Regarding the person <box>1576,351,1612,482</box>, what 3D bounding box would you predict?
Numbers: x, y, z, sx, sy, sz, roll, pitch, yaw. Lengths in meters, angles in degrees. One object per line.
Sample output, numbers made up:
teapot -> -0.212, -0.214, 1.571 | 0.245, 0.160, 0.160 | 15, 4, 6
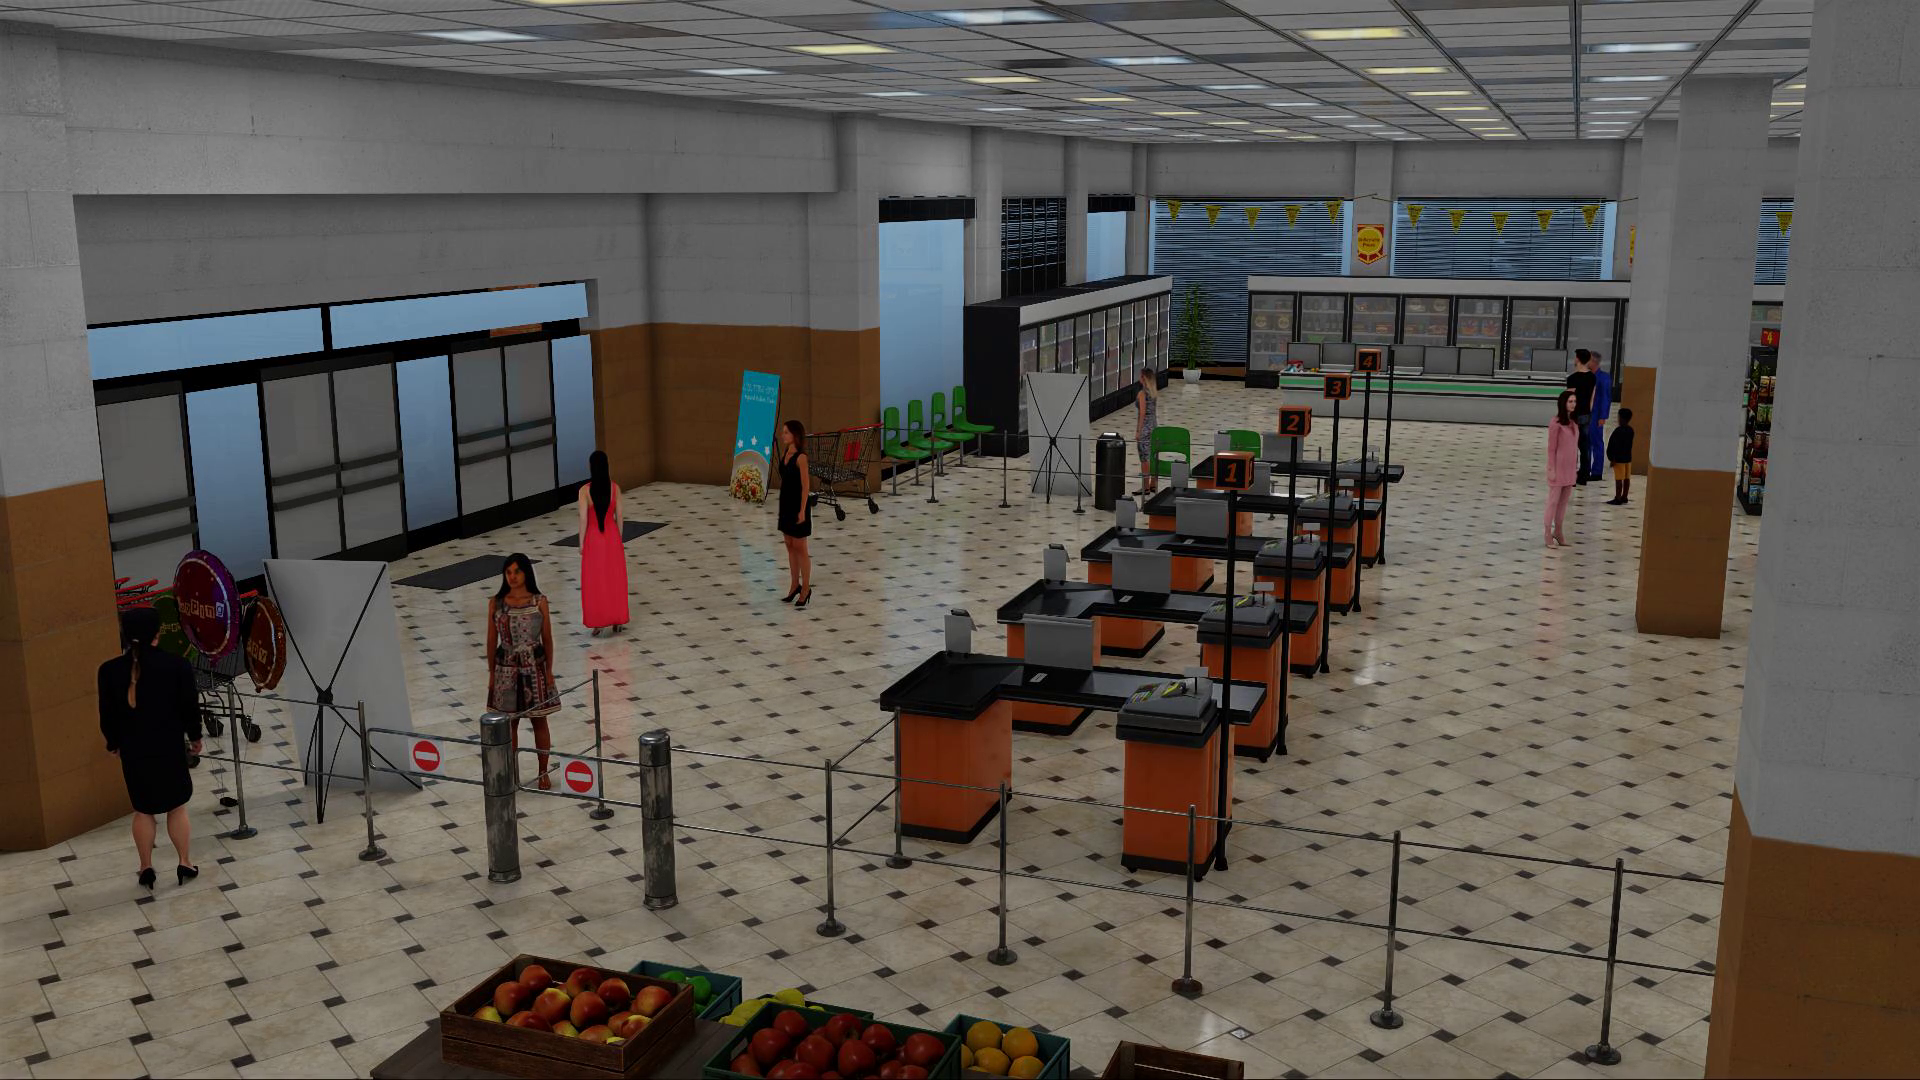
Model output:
person -> 8.938, -1.762, 23.485 | 0.804, 1.825, 0.799 | -3, 12, -16

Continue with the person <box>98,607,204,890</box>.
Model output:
person -> -4.708, 1.219, 9.701 | 0.777, 1.671, 0.863 | -4, 12, -17

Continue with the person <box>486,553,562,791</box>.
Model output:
person -> -2.981, 0.889, 11.329 | 0.641, 1.645, 0.784 | -2, 12, -7

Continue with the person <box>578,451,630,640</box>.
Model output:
person -> -3.270, 0.035, 15.190 | 0.715, 1.726, 0.748 | -8, 14, -34

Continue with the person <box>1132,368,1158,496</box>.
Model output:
person -> 2.520, -1.467, 22.380 | 0.580, 1.703, 0.621 | 9, 15, 35

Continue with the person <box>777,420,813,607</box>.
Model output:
person -> -1.624, -0.264, 16.348 | 0.723, 1.834, 0.626 | -9, 15, -37

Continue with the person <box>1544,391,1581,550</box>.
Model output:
person -> 6.878, -0.814, 19.038 | 0.686, 1.803, 0.716 | -8, 14, -32

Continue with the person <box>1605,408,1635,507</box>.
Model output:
person -> 8.609, -1.080, 21.604 | 0.613, 1.266, 0.659 | -8, 15, -35

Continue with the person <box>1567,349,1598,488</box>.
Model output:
person -> 8.558, -1.696, 22.997 | 0.751, 1.896, 0.806 | -6, 13, -26
